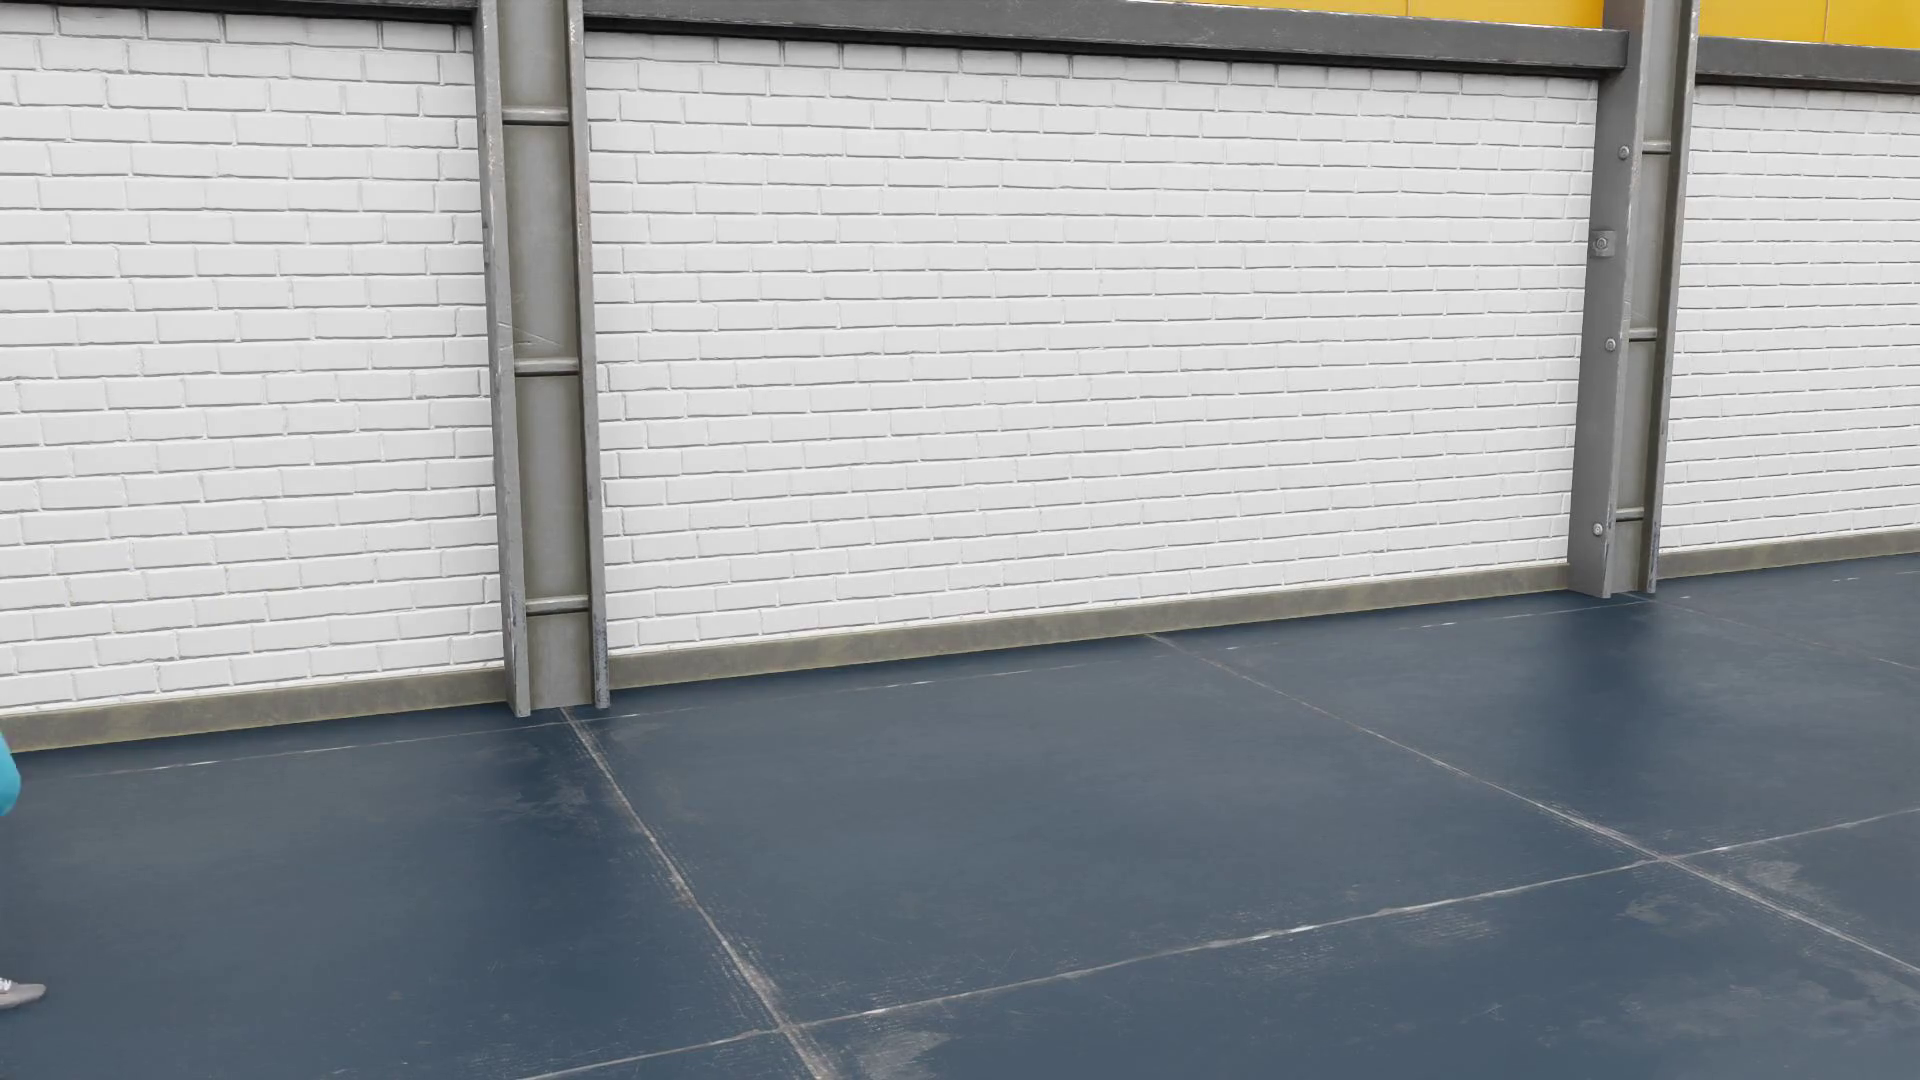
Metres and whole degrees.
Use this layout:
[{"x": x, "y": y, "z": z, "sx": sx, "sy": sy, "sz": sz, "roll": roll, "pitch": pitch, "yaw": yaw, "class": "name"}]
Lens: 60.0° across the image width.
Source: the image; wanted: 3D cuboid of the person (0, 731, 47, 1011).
[{"x": -2.671, "y": 0.351, "z": 4.253, "sx": 0.441, "sy": 1.833, "sz": 0.580, "roll": -5, "pitch": 11, "yaw": -24, "class": "person"}]
